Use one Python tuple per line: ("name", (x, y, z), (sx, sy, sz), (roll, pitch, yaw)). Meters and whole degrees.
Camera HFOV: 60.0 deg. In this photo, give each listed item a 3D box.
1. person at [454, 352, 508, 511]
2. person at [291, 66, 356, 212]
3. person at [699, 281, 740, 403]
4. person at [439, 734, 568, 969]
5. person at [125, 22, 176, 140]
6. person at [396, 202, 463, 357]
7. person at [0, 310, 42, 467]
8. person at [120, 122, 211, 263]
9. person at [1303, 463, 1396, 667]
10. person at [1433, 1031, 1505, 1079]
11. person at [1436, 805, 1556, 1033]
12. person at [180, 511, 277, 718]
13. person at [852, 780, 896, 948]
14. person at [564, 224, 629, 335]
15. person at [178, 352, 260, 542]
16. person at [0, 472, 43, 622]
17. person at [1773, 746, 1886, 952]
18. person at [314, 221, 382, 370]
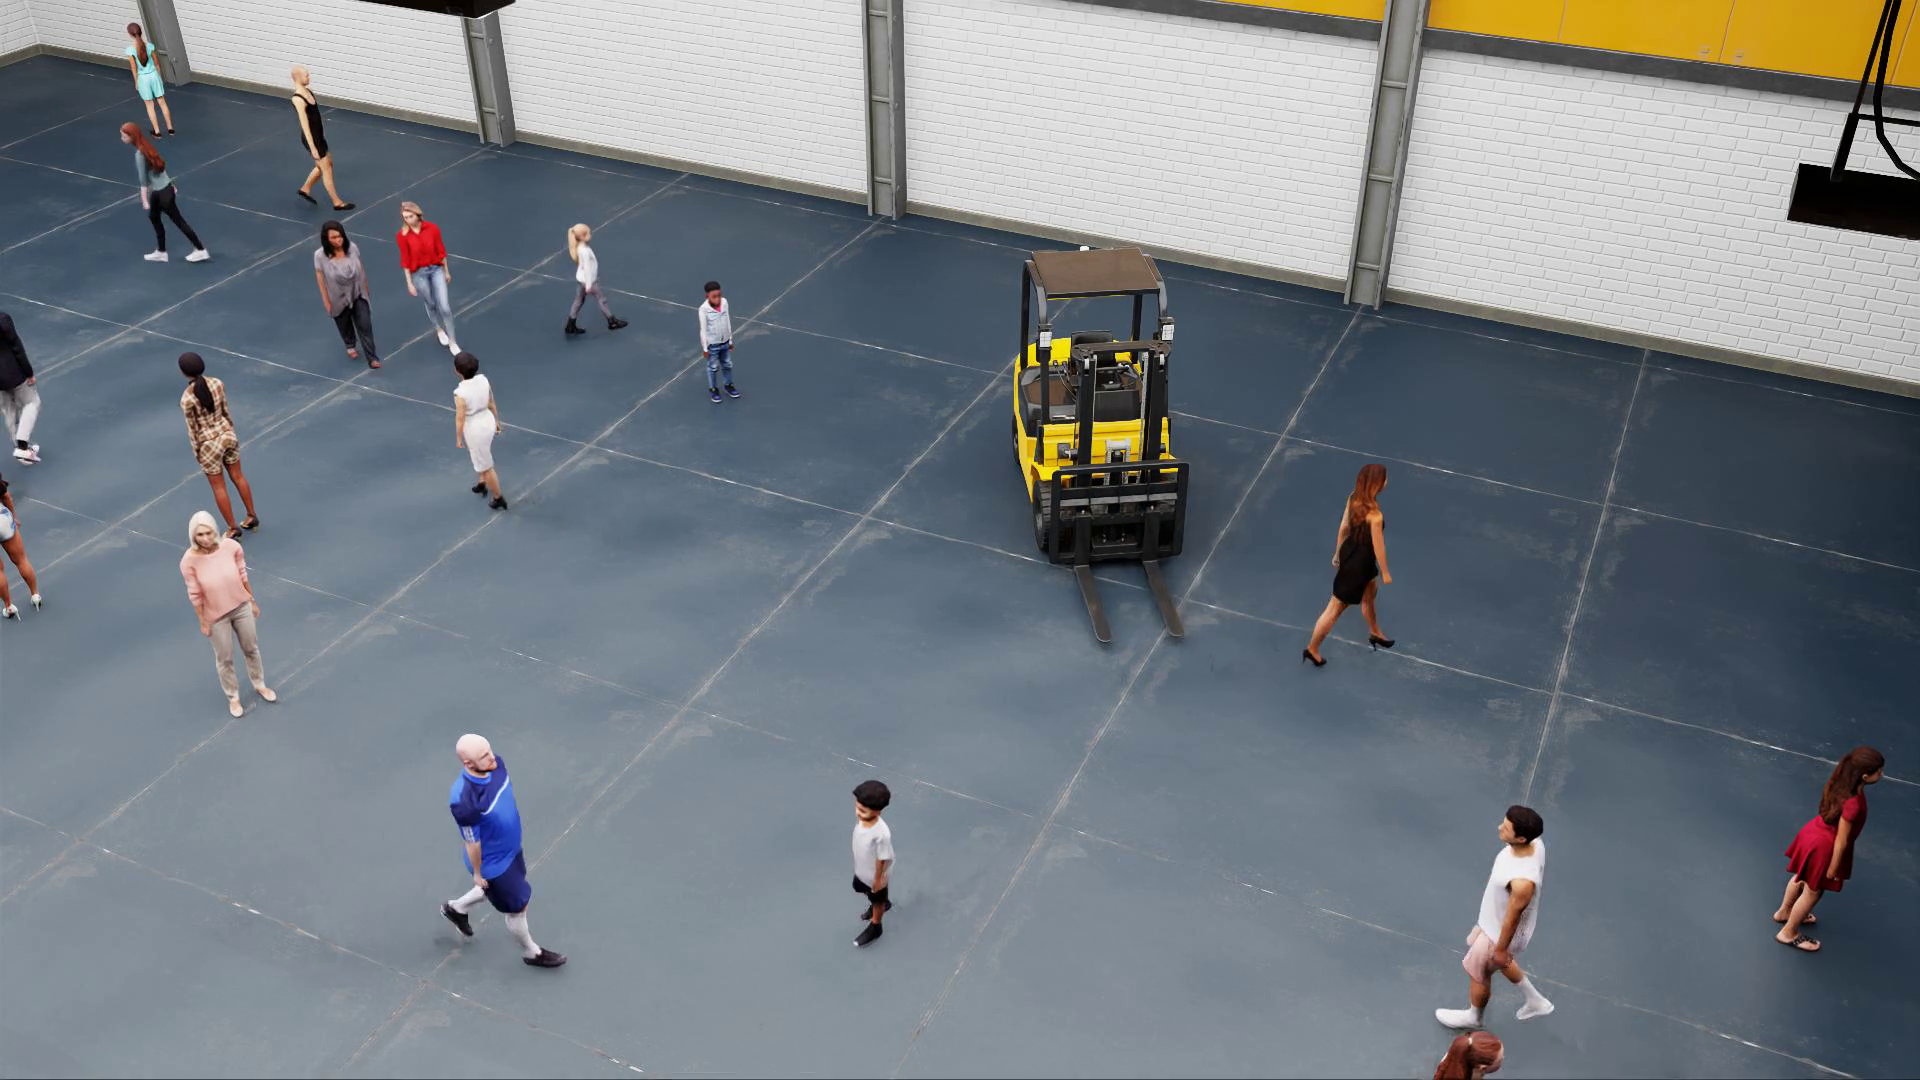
("person", (-4.166, -0.929, 14.625), (0.718, 1.539, 0.566), (16, 37, 23))
("person", (-7.968, -4.900, 20.360), (1.057, 1.805, 0.931), (-3, 34, -5))
("person", (-2.410, -1.994, 16.482), (0.567, 1.259, 0.611), (-20, 39, -28))
("person", (-2.899, 1.895, 10.124), (1.158, 1.820, 0.883), (5, 34, 7))
("person", (-11.047, -6.264, 22.635), (0.631, 1.558, 0.660), (-26, 42, -34))
("person", (-5.545, -2.762, 17.268), (0.933, 1.667, 1.019), (-17, 37, -23))
("person", (-8.751, -1.498, 15.119), (0.887, 1.941, 0.952), (-2, 34, -2))
("person", (-9.057, -3.957, 19.040), (1.038, 1.696, 0.929), (-4, 34, -5))
("person", (2.905, 0.251, 12.615), (1.083, 1.801, 0.948), (-6, 34, -9))
("person", (2.379, 3.109, 8.417), (1.193, 1.688, 0.995), (-4, 34, -7))
("person", (3.247, 2.243, 9.646), (0.862, 1.769, 0.654), (13, 36, 18))
("person", (-5.417, 0.512, 12.292), (0.672, 1.724, 0.648), (-27, 42, -34))
("person", (-0.507, 2.000, 10.479), (0.667, 1.252, 0.612), (-24, 41, -32))
("person", (-4.013, -2.732, 17.602), (0.851, 1.248, 0.892), (-18, 38, -25))
("person", (-6.338, -0.794, 14.196), (0.553, 1.791, 0.586), (17, 37, 24))
("person", (-7.716, -0.079, 13.269), (0.644, 1.626, 0.631), (27, 42, 35))
("person", (5.400, 1.891, 10.373), (0.655, 1.551, 0.593), (7, 34, 10))
("person", (-6.302, -2.534, 17.016), (0.994, 1.567, 1.138), (-17, 37, -24))
